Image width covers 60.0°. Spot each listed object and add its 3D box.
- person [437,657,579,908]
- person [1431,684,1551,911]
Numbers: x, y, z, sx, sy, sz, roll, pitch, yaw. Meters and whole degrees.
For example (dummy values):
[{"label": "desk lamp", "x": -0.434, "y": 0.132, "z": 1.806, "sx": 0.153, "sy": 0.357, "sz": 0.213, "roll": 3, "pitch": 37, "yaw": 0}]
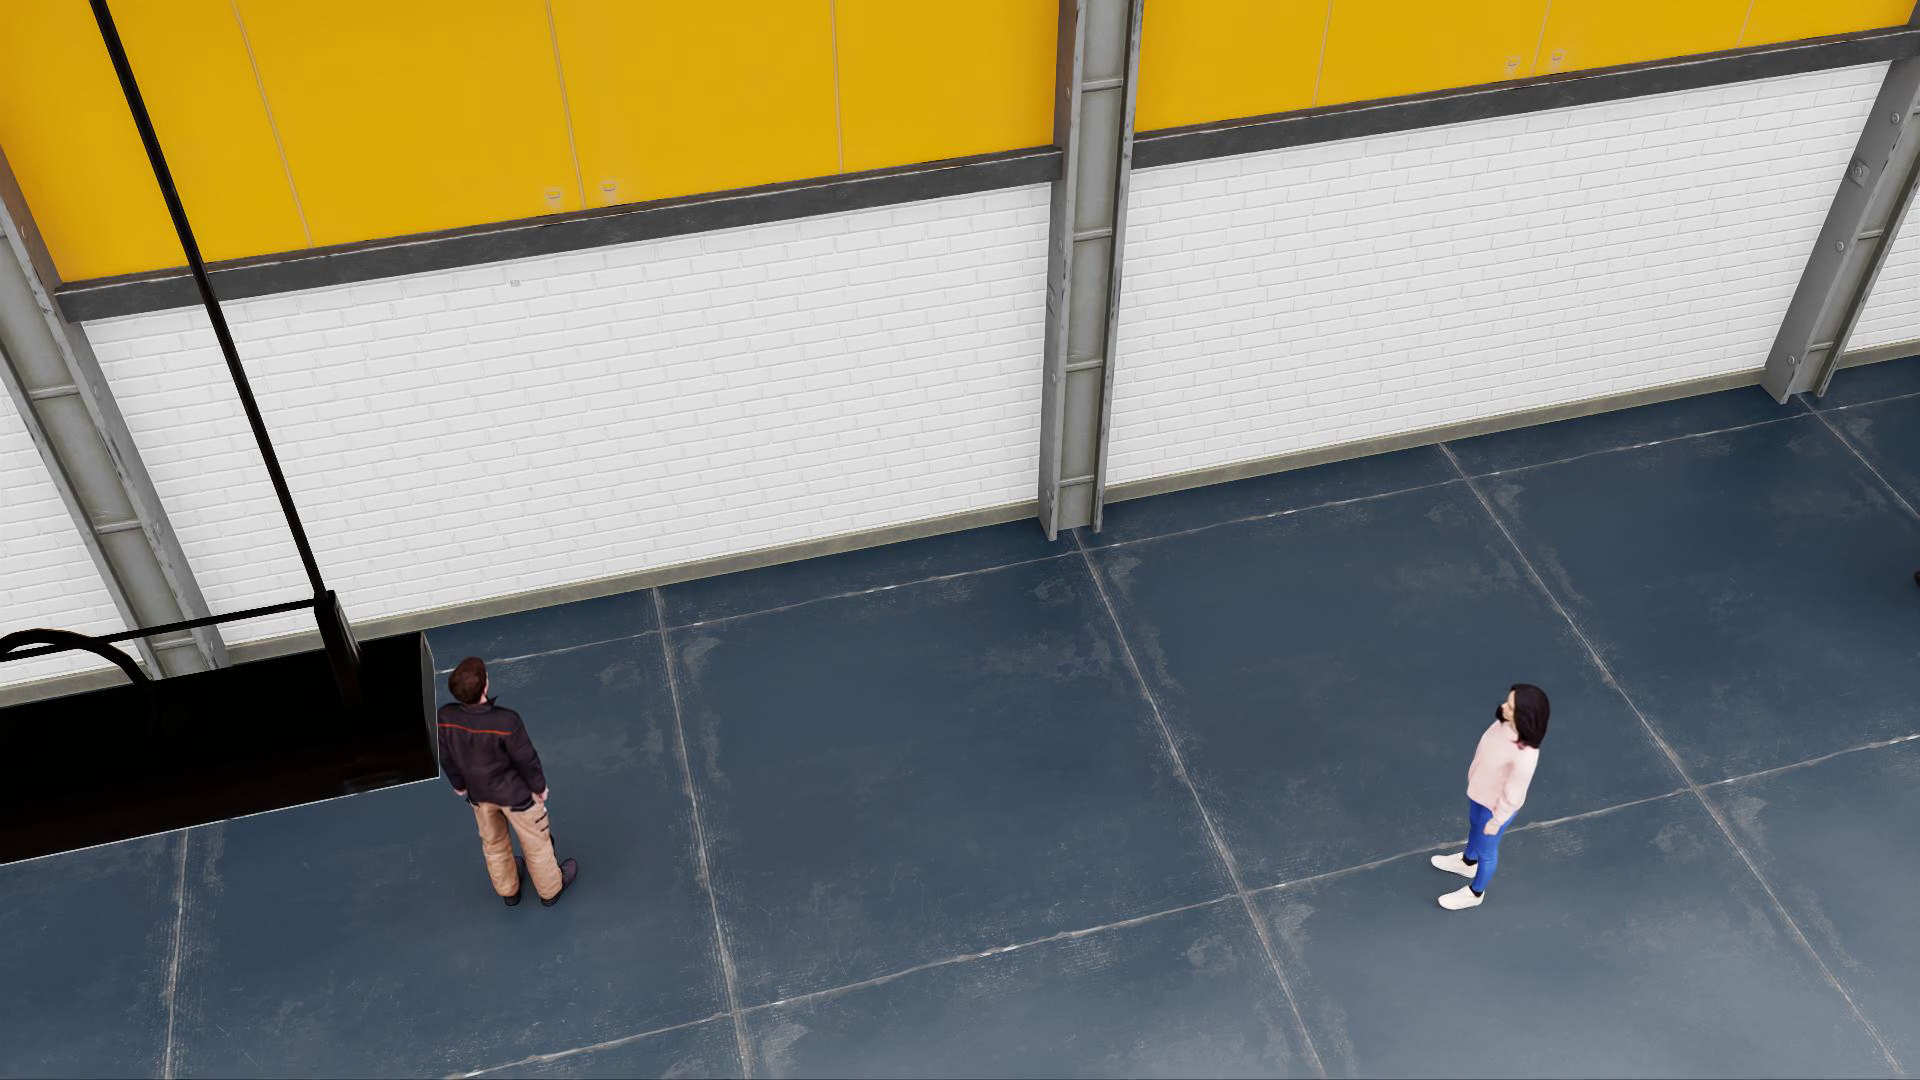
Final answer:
[{"label": "person", "x": -2.520, "y": 1.351, "z": 9.106, "sx": 0.679, "sy": 1.924, "sz": 0.838, "roll": 5, "pitch": 44, "yaw": 5}, {"label": "person", "x": 2.955, "y": 1.408, "z": 9.158, "sx": 0.677, "sy": 1.769, "sz": 0.713, "roll": 5, "pitch": 44, "yaw": 5}]
